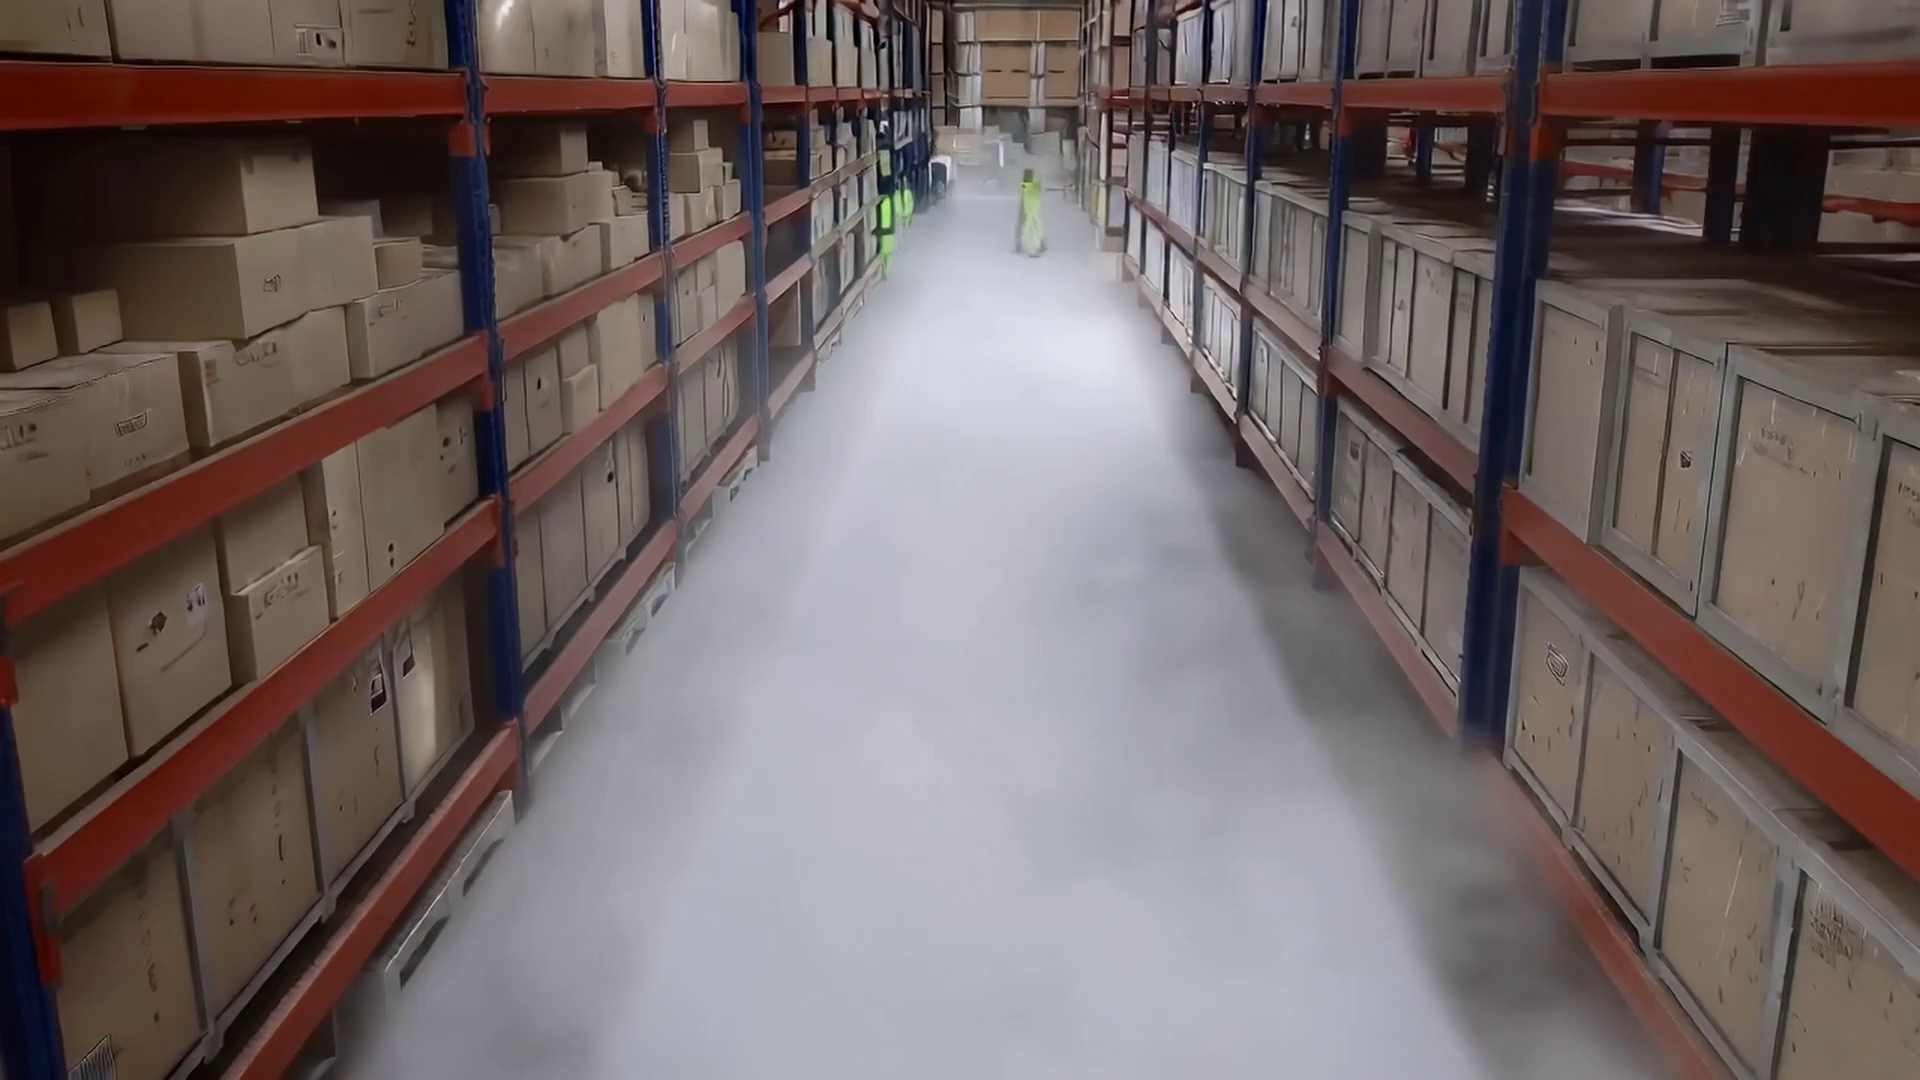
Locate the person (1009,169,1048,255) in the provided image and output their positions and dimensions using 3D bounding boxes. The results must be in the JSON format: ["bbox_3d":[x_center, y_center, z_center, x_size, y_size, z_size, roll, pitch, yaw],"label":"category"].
[{"bbox_3d":[1.560,-7.223,36.620,0.959,1.861,0.640,12,19,38],"label":"person"}]

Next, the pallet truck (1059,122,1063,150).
[{"bbox_3d":[5.788,-21.111,88.014,1.885,1.965,0.823,5,16,18],"label":"pallet truck"}]

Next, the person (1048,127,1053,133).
[{"bbox_3d":[5.073,-22.402,93.498,0.309,1.639,0.514,1,15,3],"label":"person"}]

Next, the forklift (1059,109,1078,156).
[{"bbox_3d":[4.697,-16.888,70.628,1.873,2.768,1.129,-9,17,-30],"label":"forklift"}]

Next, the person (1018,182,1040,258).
[{"bbox_3d":[1.511,-6.858,35.687,0.415,1.618,0.523,3,15,10],"label":"person"}]

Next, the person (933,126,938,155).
[{"bbox_3d":[-1.241,-18.861,79.753,0.631,1.940,0.372,9,18,31],"label":"person"}]

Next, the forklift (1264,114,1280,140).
[{"bbox_3d":[11.019,-13.922,59.590,1.129,2.768,1.873,0,15,2],"label":"forklift"}]

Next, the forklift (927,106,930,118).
[{"bbox_3d":[-1.919,-21.447,87.590,1.129,2.768,1.873,0,15,2],"label":"forklift"}]
